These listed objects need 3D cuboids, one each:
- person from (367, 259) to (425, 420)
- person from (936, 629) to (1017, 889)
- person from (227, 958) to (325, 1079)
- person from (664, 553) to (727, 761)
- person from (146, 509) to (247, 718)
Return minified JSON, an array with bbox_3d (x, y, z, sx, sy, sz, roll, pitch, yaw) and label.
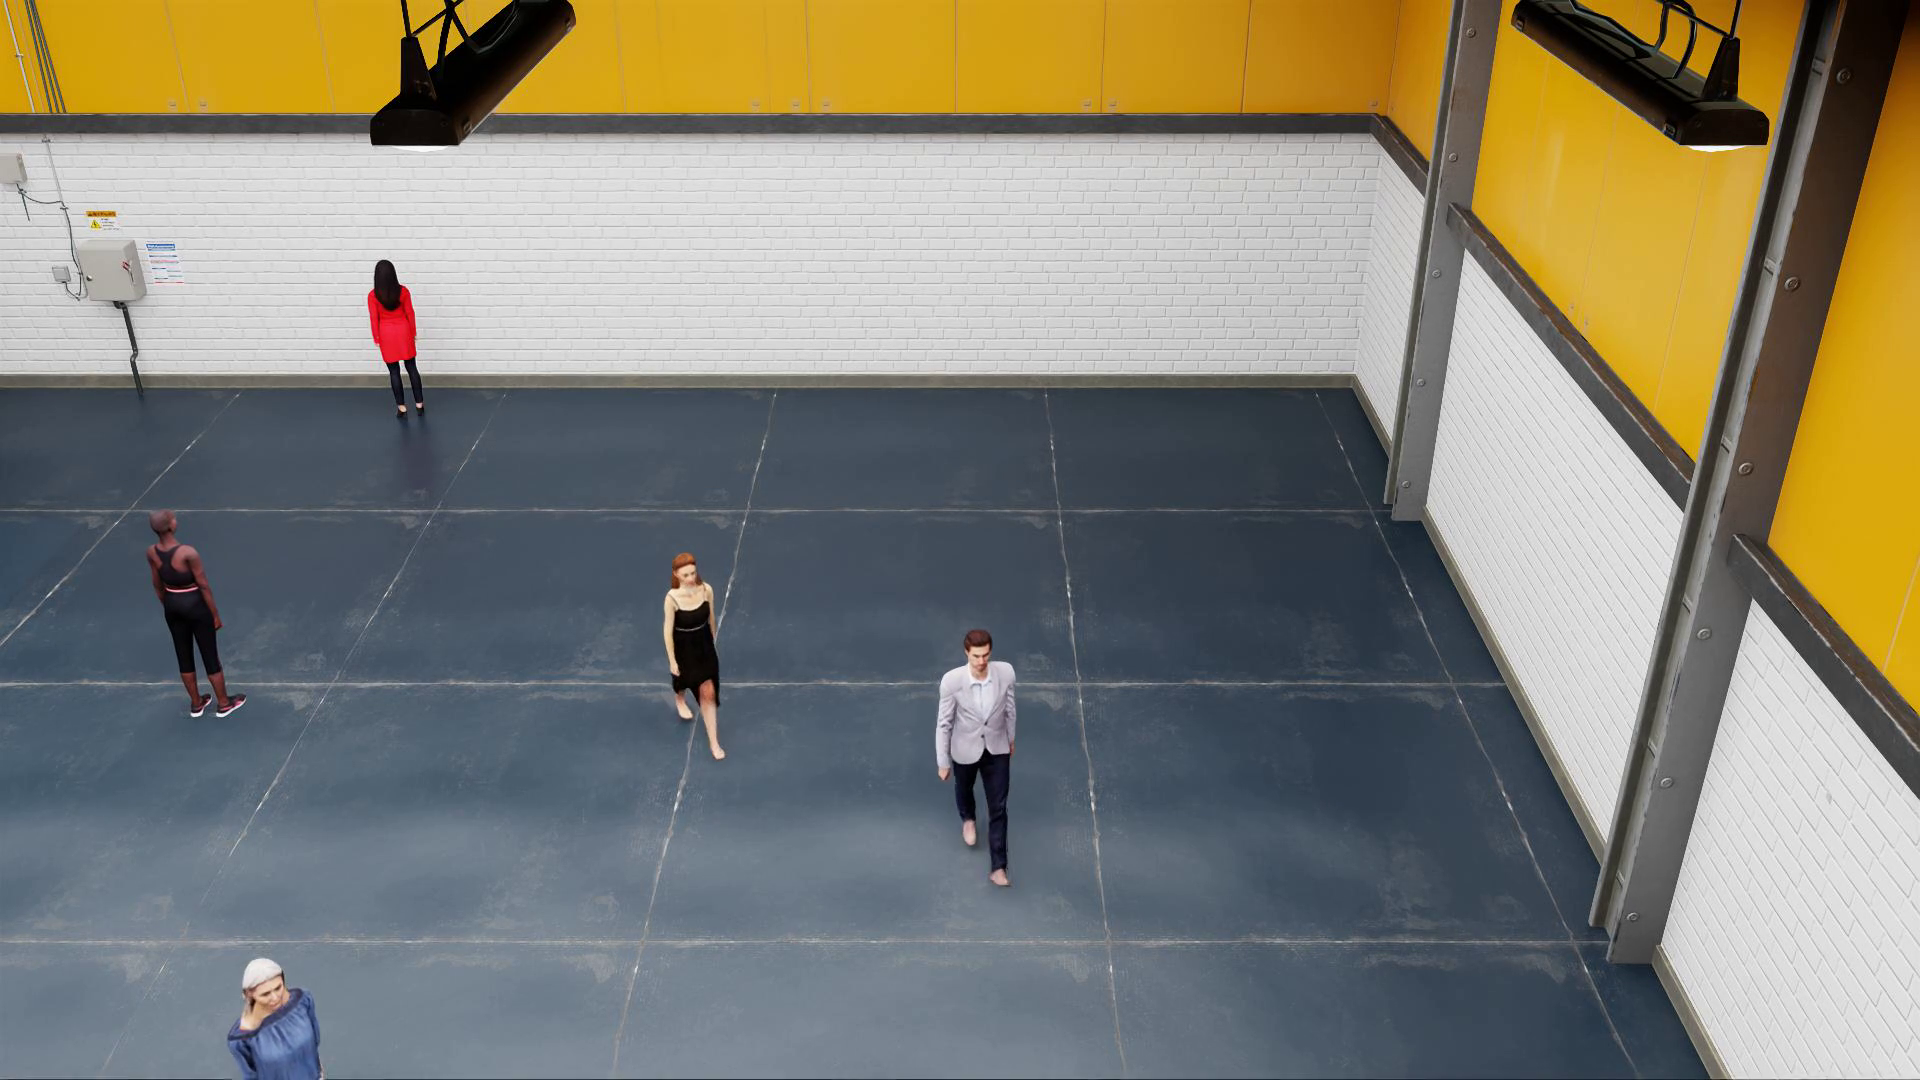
[{"bbox_3d":[-5.939,-2.117,17.521,0.733,1.748,0.765,-16,32,-27],"label":"person"},{"bbox_3d":[0.112,1.347,11.114,0.808,1.802,1.194,-4,29,-7],"label":"person"},{"bbox_3d":[-3.516,2.808,8.574,1.128,1.669,1.081,24,37,37],"label":"person"},{"bbox_3d":[-2.030,0.780,12.393,0.916,1.573,1.183,-14,32,-24],"label":"person"},{"bbox_3d":[-5.864,0.557,12.608,0.605,1.757,0.572,3,29,6],"label":"person"}]
